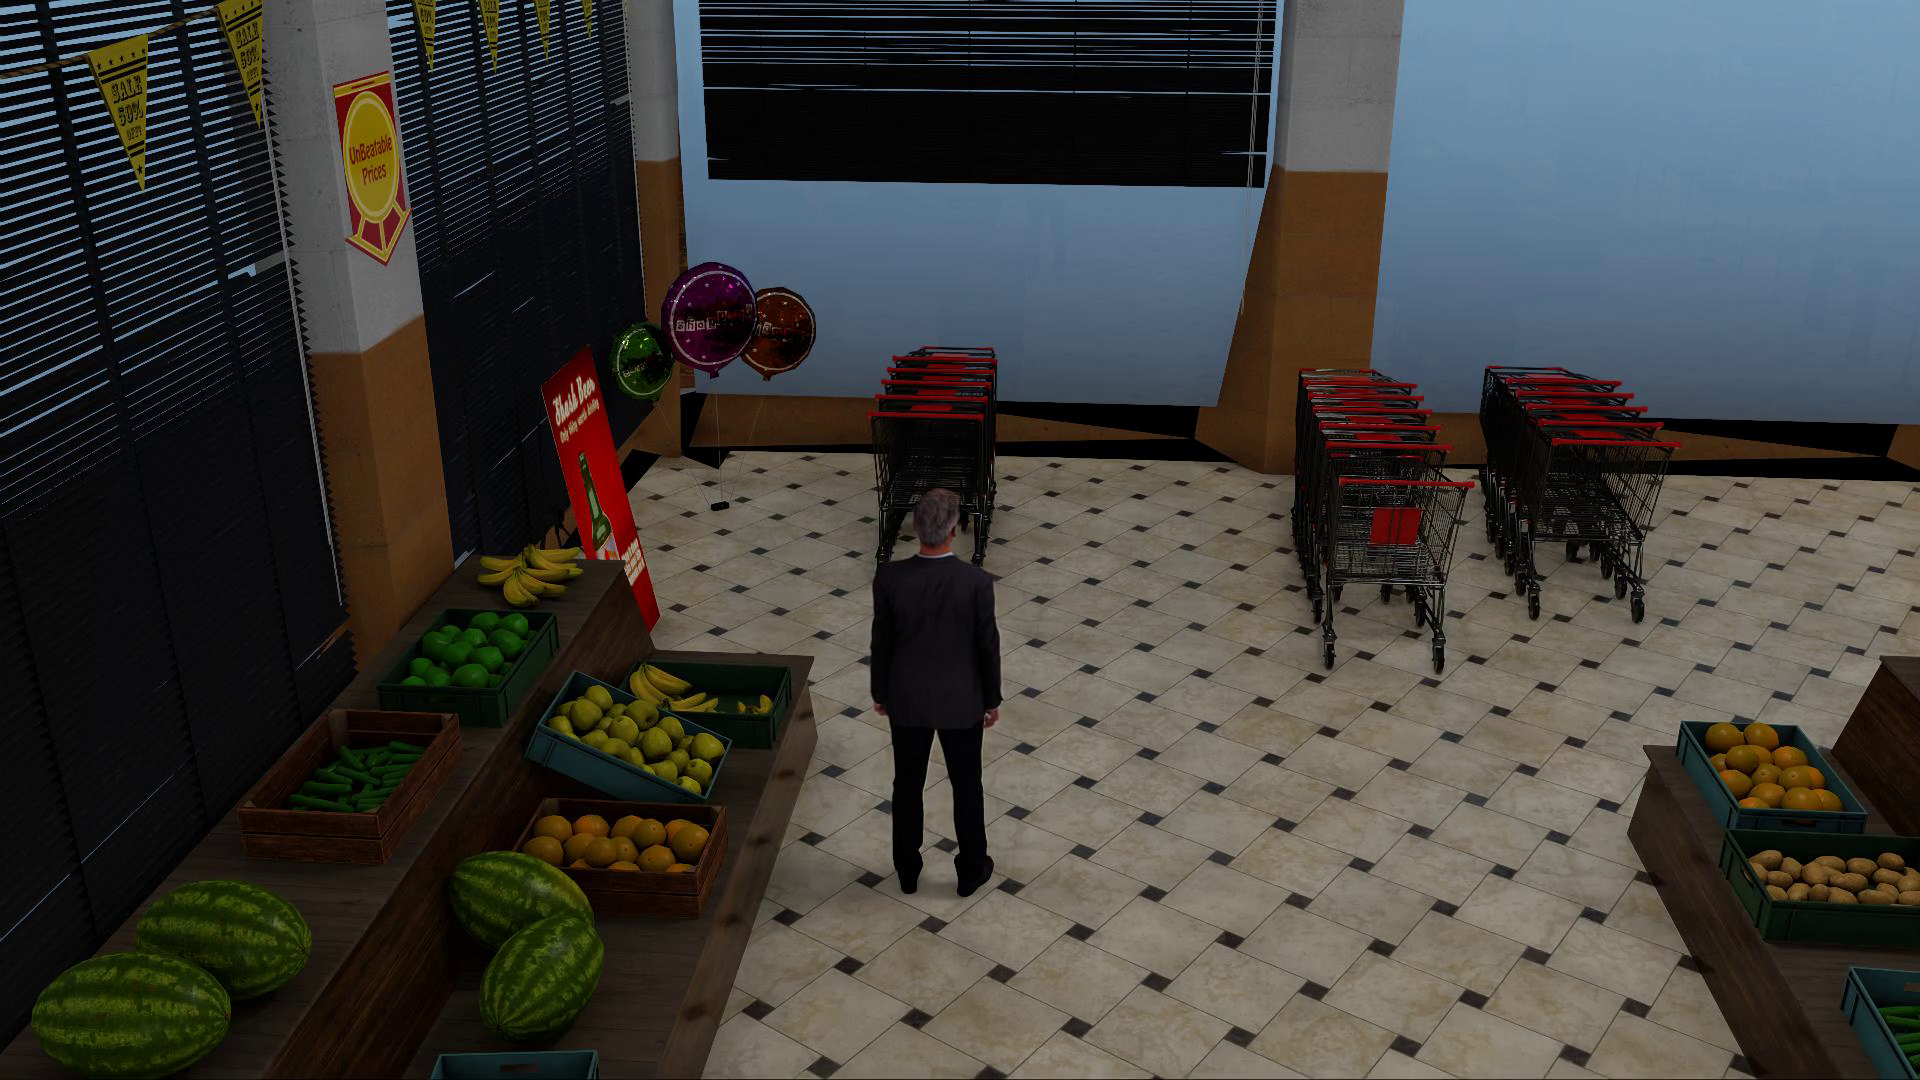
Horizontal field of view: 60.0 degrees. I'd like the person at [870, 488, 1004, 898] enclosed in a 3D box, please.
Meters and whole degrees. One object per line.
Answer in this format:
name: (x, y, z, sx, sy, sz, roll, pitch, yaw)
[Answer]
person: (-0.102, 0.652, 7.034, 0.724, 1.839, 0.571, 3, 22, 7)
